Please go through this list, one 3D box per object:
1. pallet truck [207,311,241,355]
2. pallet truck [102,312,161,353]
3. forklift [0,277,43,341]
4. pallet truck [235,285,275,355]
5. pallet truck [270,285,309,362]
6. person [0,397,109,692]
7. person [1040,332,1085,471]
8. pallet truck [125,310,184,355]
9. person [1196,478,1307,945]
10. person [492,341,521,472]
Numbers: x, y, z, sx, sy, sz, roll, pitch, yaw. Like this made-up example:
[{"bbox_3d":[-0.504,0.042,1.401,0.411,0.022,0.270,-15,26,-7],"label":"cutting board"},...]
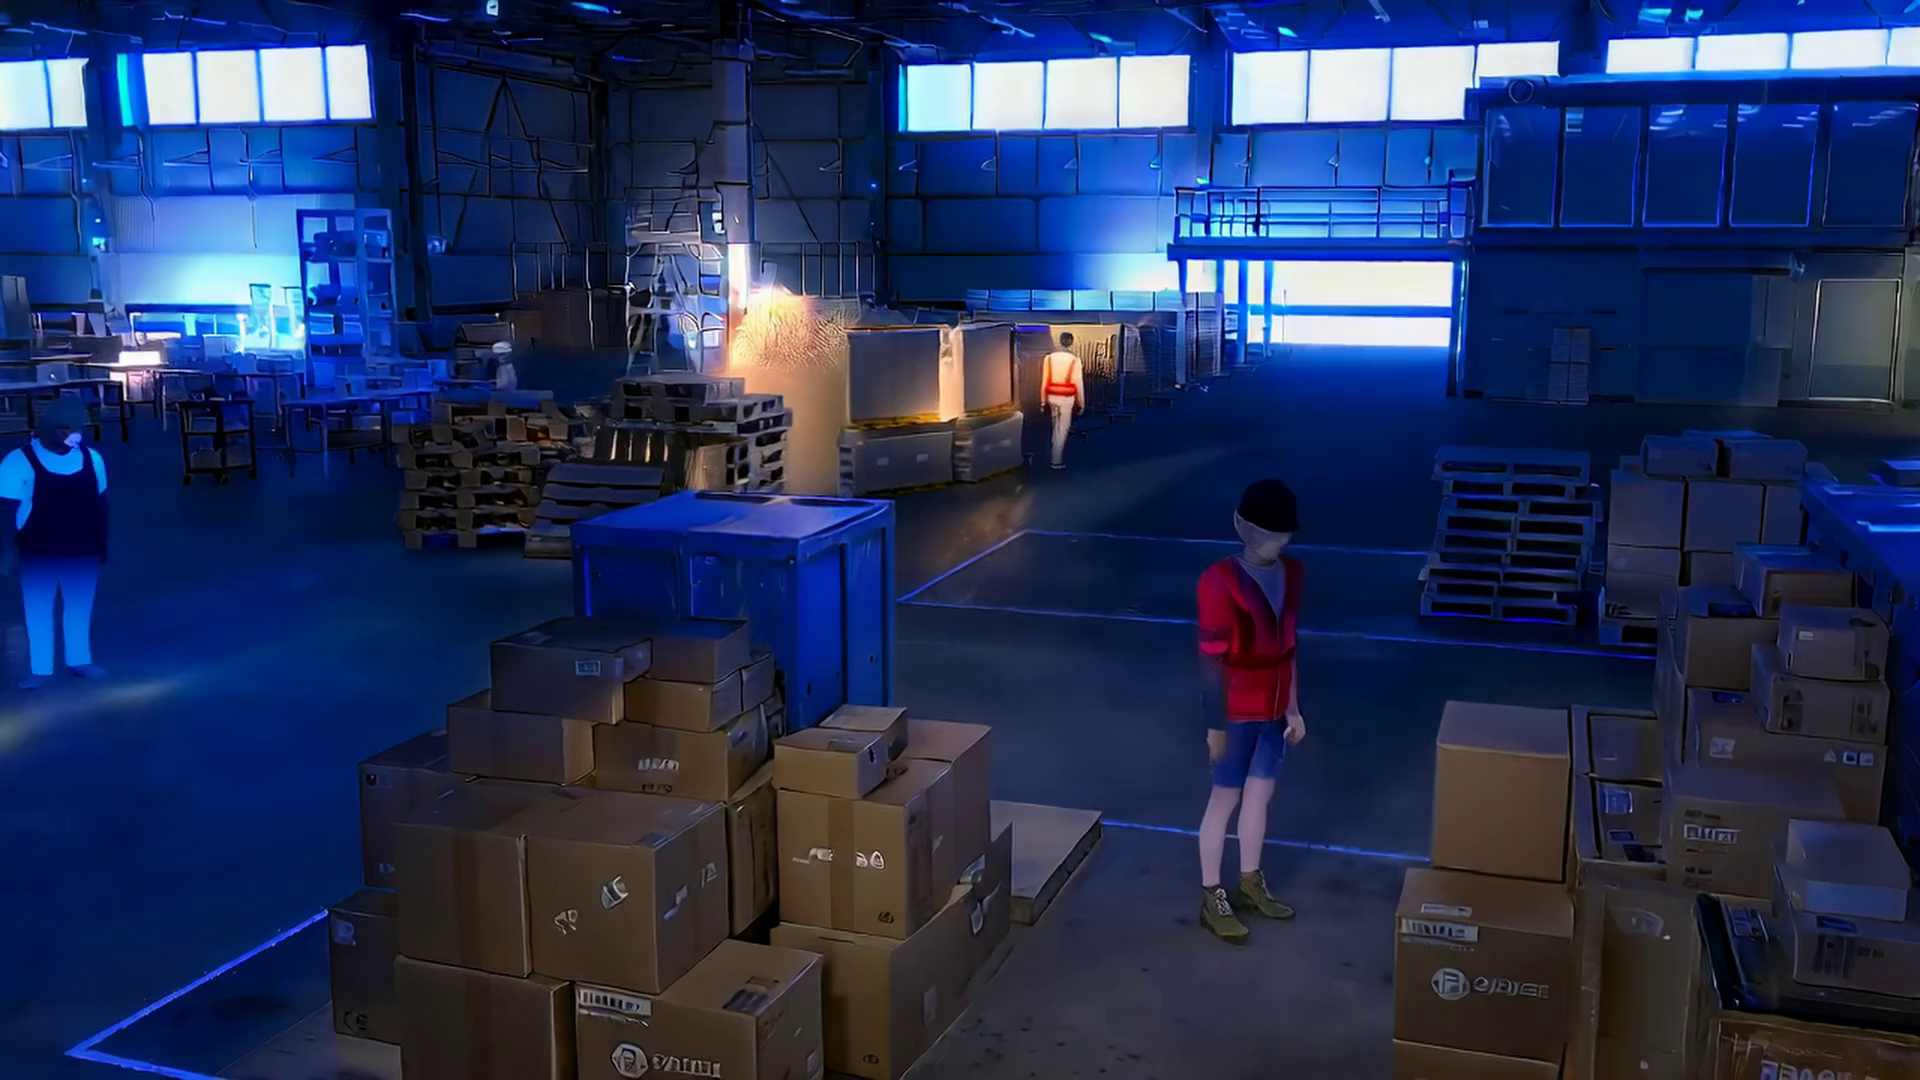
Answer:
[{"bbox_3d":[-19.537,-5.575,44.913,0.653,1.274,1.630,3,11,19],"label":"pallet truck"},{"bbox_3d":[-23.057,-5.777,46.261,0.680,1.201,1.601,3,11,19],"label":"pallet truck"},{"bbox_3d":[-27.151,-6.329,46.328,1.157,1.987,2.680,3,11,17],"label":"forklift"},{"bbox_3d":[-18.327,-5.835,44.421,0.823,1.965,1.885,4,11,23],"label":"pallet truck"},{"bbox_3d":[-17.147,-5.700,43.663,0.823,1.965,1.885,3,11,17],"label":"pallet truck"},{"bbox_3d":[-6.153,0.012,11.375,0.536,2.000,0.746,7,12,36],"label":"person"},{"bbox_3d":[1.408,-1.865,22.431,0.615,1.864,0.541,7,12,34],"label":"person"},{"bbox_3d":[-22.038,-5.665,45.457,0.704,1.261,1.522,3,11,17],"label":"pallet truck"},{"bbox_3d":[1.304,0.737,7.302,0.605,2.038,0.394,-7,13,-36],"label":"person"},{"bbox_3d":[-6.112,-1.777,22.243,0.551,1.745,0.555,-7,12,-34],"label":"person"}]
